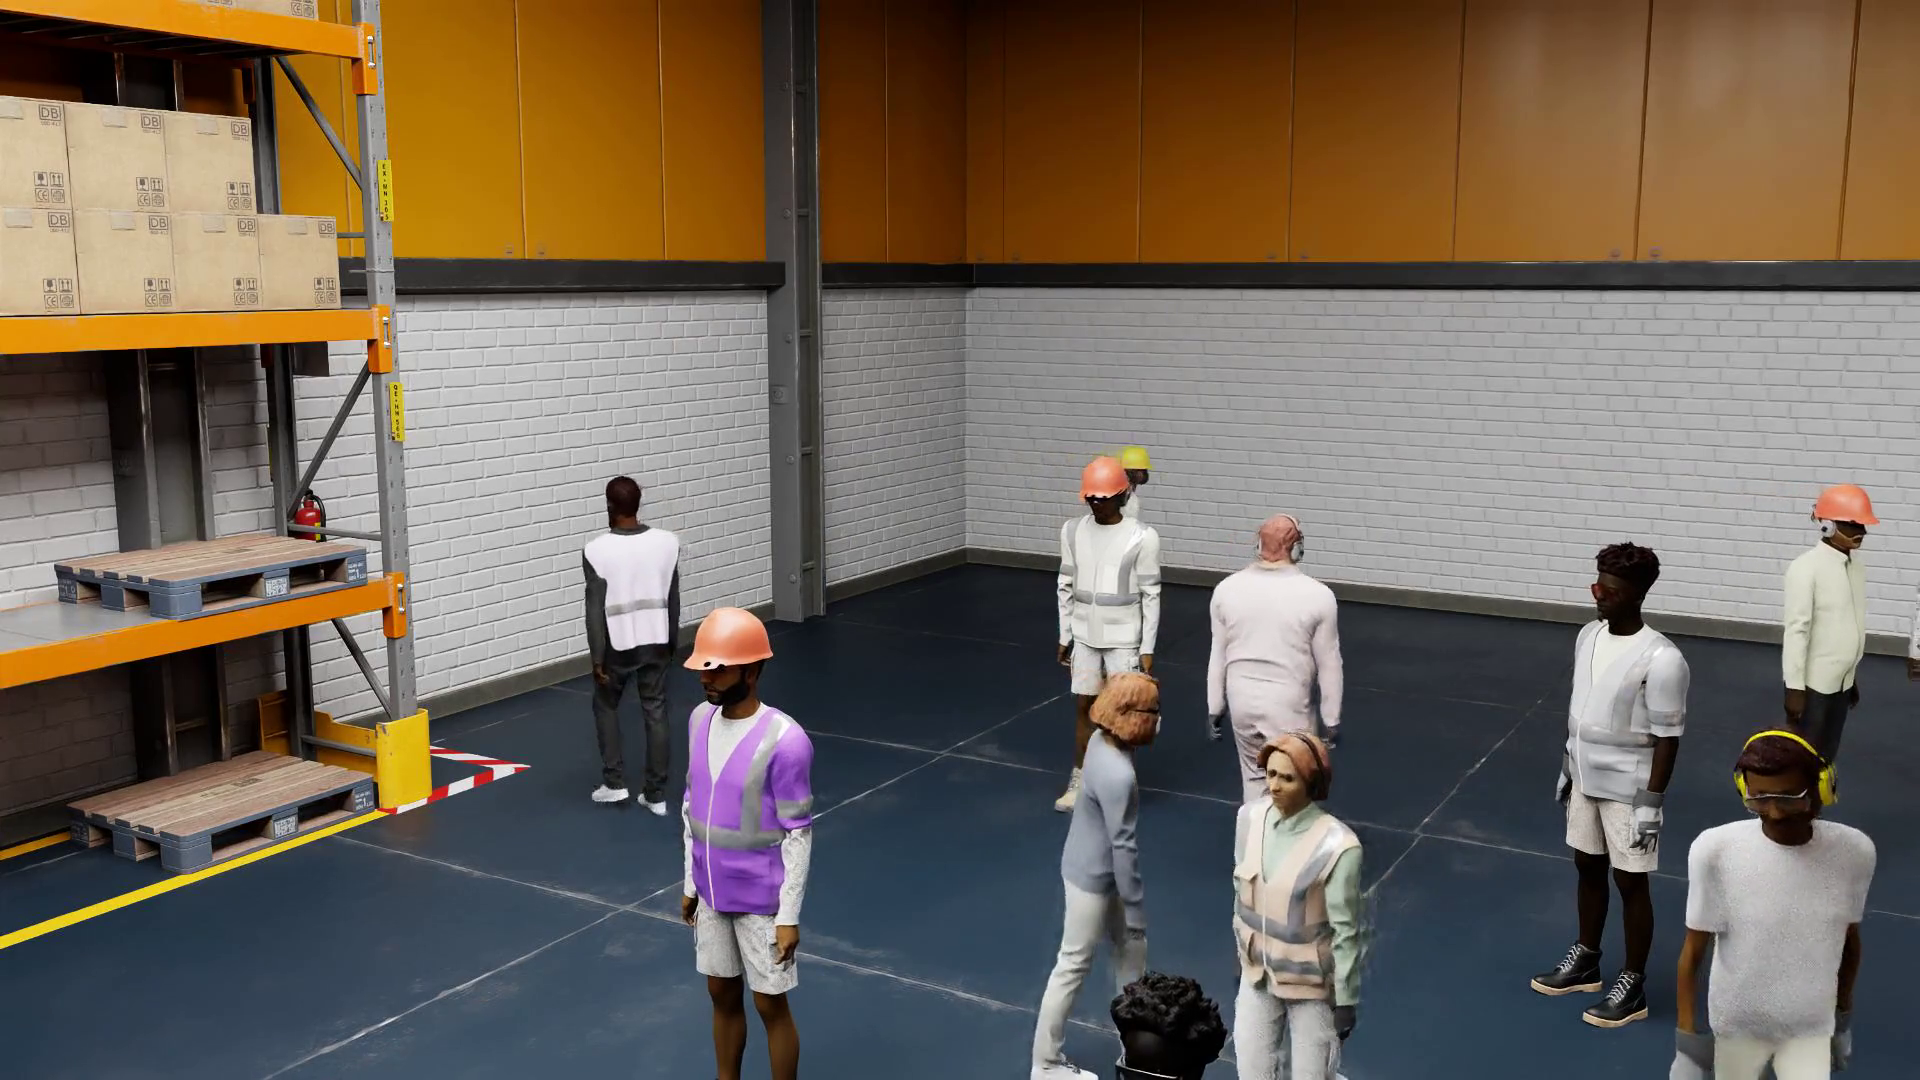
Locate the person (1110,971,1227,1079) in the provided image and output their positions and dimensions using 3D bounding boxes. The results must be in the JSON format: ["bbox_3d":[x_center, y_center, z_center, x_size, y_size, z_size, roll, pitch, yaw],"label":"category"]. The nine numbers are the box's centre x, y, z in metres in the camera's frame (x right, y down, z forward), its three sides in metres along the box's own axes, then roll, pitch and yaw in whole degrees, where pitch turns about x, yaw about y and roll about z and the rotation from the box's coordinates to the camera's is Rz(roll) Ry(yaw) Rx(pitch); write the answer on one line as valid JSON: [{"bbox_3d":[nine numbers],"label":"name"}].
[{"bbox_3d":[0.398,1.665,3.296,0.541,1.696,0.315,4,10,22],"label":"person"}]

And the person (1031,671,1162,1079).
[{"bbox_3d":[0.603,1.259,6.118,0.735,1.591,0.528,0,9,2],"label":"person"}]

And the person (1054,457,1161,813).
[{"bbox_3d":[0.803,0.546,9.236,0.609,2.033,0.406,5,11,31],"label":"person"}]

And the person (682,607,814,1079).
[{"bbox_3d":[-0.744,1.177,5.594,0.543,1.939,0.360,7,11,37],"label":"person"}]

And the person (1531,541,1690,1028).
[{"bbox_3d":[2.650,0.976,6.762,0.367,1.966,0.607,-3,10,-17],"label":"person"}]

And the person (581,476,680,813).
[{"bbox_3d":[-1.858,0.586,9.418,0.610,1.898,0.636,-6,11,-32],"label":"person"}]

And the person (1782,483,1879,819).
[{"bbox_3d":[4.370,0.699,8.403,0.622,1.992,0.396,-7,11,-36],"label":"person"}]

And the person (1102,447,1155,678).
[{"bbox_3d":[1.278,0.175,12.430,0.516,1.748,0.546,-1,9,-4],"label":"person"}]

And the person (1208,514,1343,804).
[{"bbox_3d":[1.489,0.817,8.038,0.675,1.881,0.703,6,11,32],"label":"person"}]

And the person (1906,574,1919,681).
[{"bbox_3d":[5.536,0.620,9.152,0.703,1.905,0.586,-8,12,-43],"label":"person"}]

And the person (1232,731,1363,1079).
[{"bbox_3d":[1.113,1.378,5.311,0.625,1.622,0.515,-7,11,-36],"label":"person"}]

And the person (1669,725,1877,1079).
[{"bbox_3d":[2.255,1.380,4.659,0.532,1.826,0.643,2,9,12],"label":"person"}]
